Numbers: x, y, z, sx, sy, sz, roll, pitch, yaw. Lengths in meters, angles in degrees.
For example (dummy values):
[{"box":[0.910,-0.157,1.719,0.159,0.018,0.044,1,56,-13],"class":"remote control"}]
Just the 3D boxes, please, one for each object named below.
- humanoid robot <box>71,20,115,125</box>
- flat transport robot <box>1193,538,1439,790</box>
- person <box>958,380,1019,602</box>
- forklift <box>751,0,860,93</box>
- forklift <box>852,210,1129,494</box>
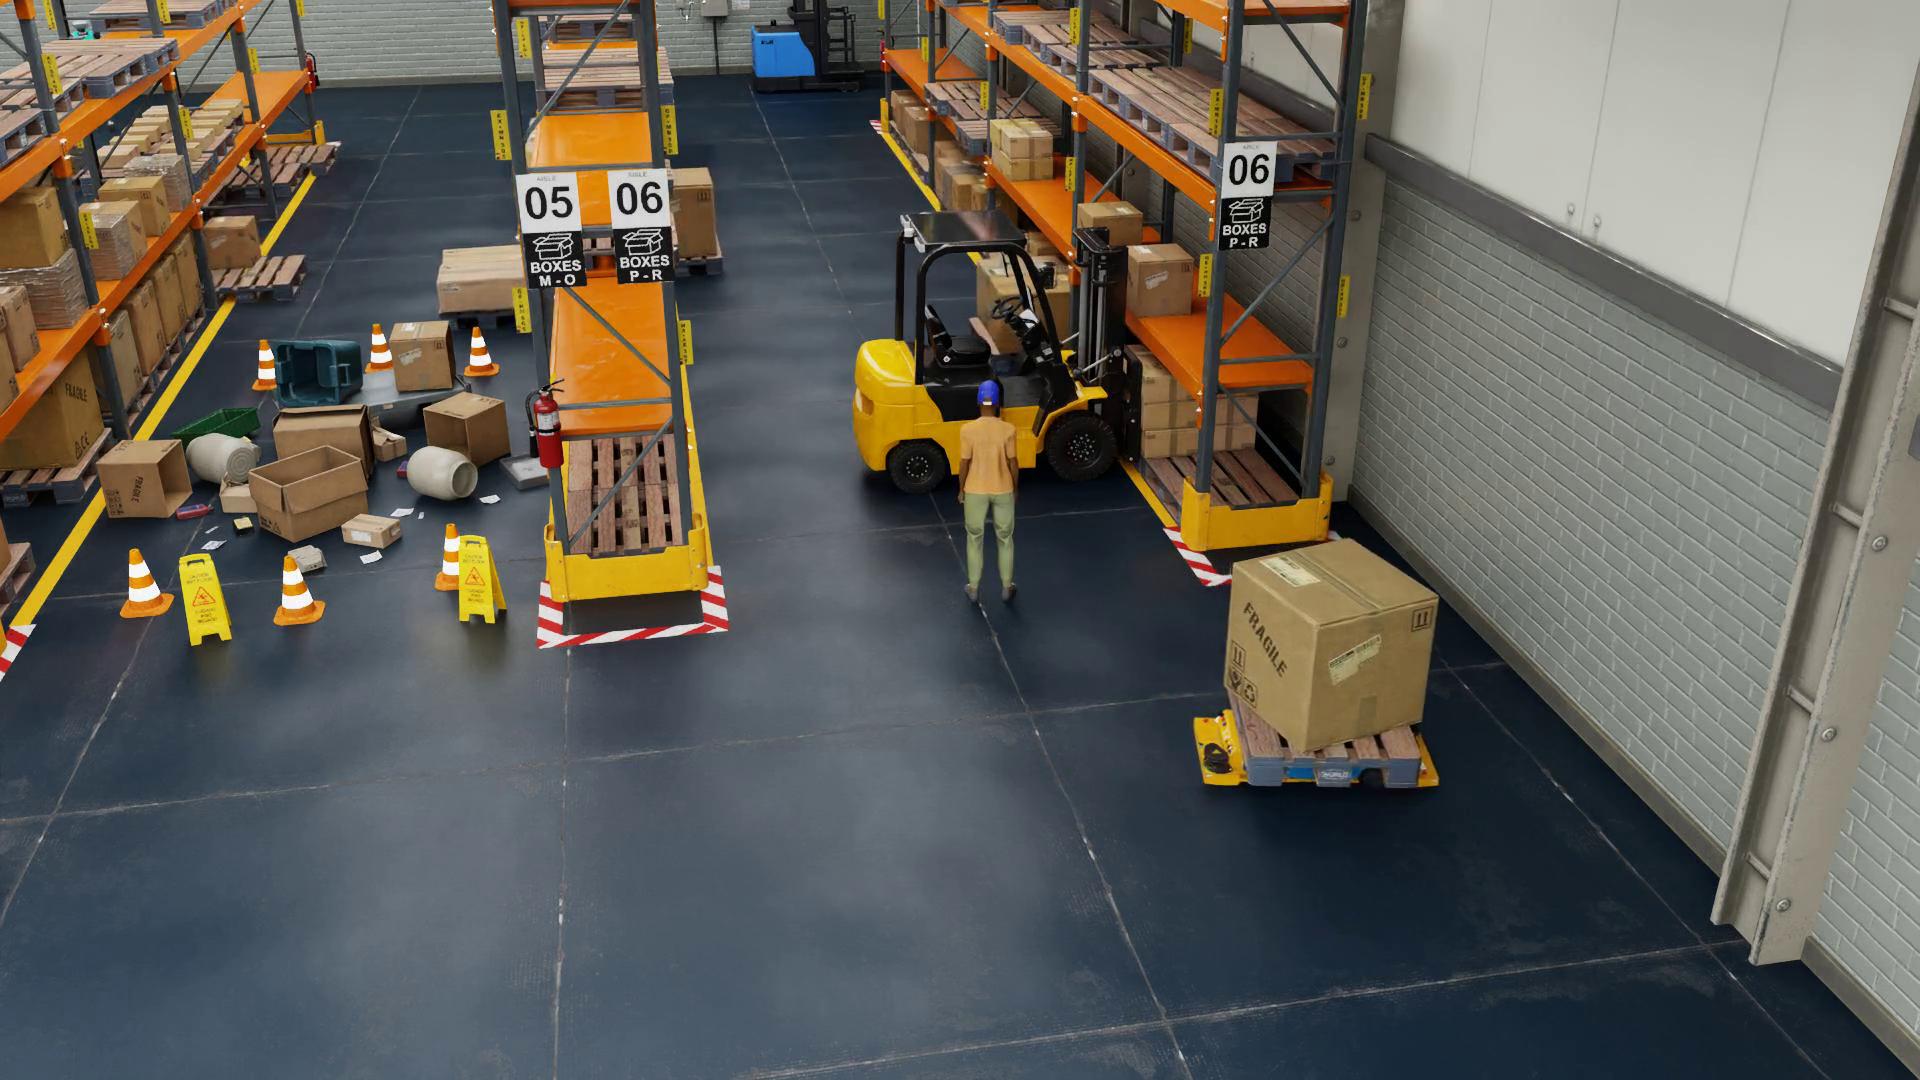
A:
[{"box":[-14.145,-7.580,27.204,0.547,1.732,0.974,-20,32,-36],"class":"humanoid robot"},{"box":[2.217,1.293,10.437,1.431,0.231,0.659,1,26,1],"class":"flat transport robot"},{"box":[0.208,-0.358,12.201,0.448,1.718,0.355,0,26,0],"class":"person"},{"box":[-2.872,-9.679,30.288,1.873,2.768,1.129,-5,26,-10],"class":"forklift"},{"box":[0.216,-1.659,14.366,2.313,2.155,1.214,-5,26,-10],"class":"forklift"}]
